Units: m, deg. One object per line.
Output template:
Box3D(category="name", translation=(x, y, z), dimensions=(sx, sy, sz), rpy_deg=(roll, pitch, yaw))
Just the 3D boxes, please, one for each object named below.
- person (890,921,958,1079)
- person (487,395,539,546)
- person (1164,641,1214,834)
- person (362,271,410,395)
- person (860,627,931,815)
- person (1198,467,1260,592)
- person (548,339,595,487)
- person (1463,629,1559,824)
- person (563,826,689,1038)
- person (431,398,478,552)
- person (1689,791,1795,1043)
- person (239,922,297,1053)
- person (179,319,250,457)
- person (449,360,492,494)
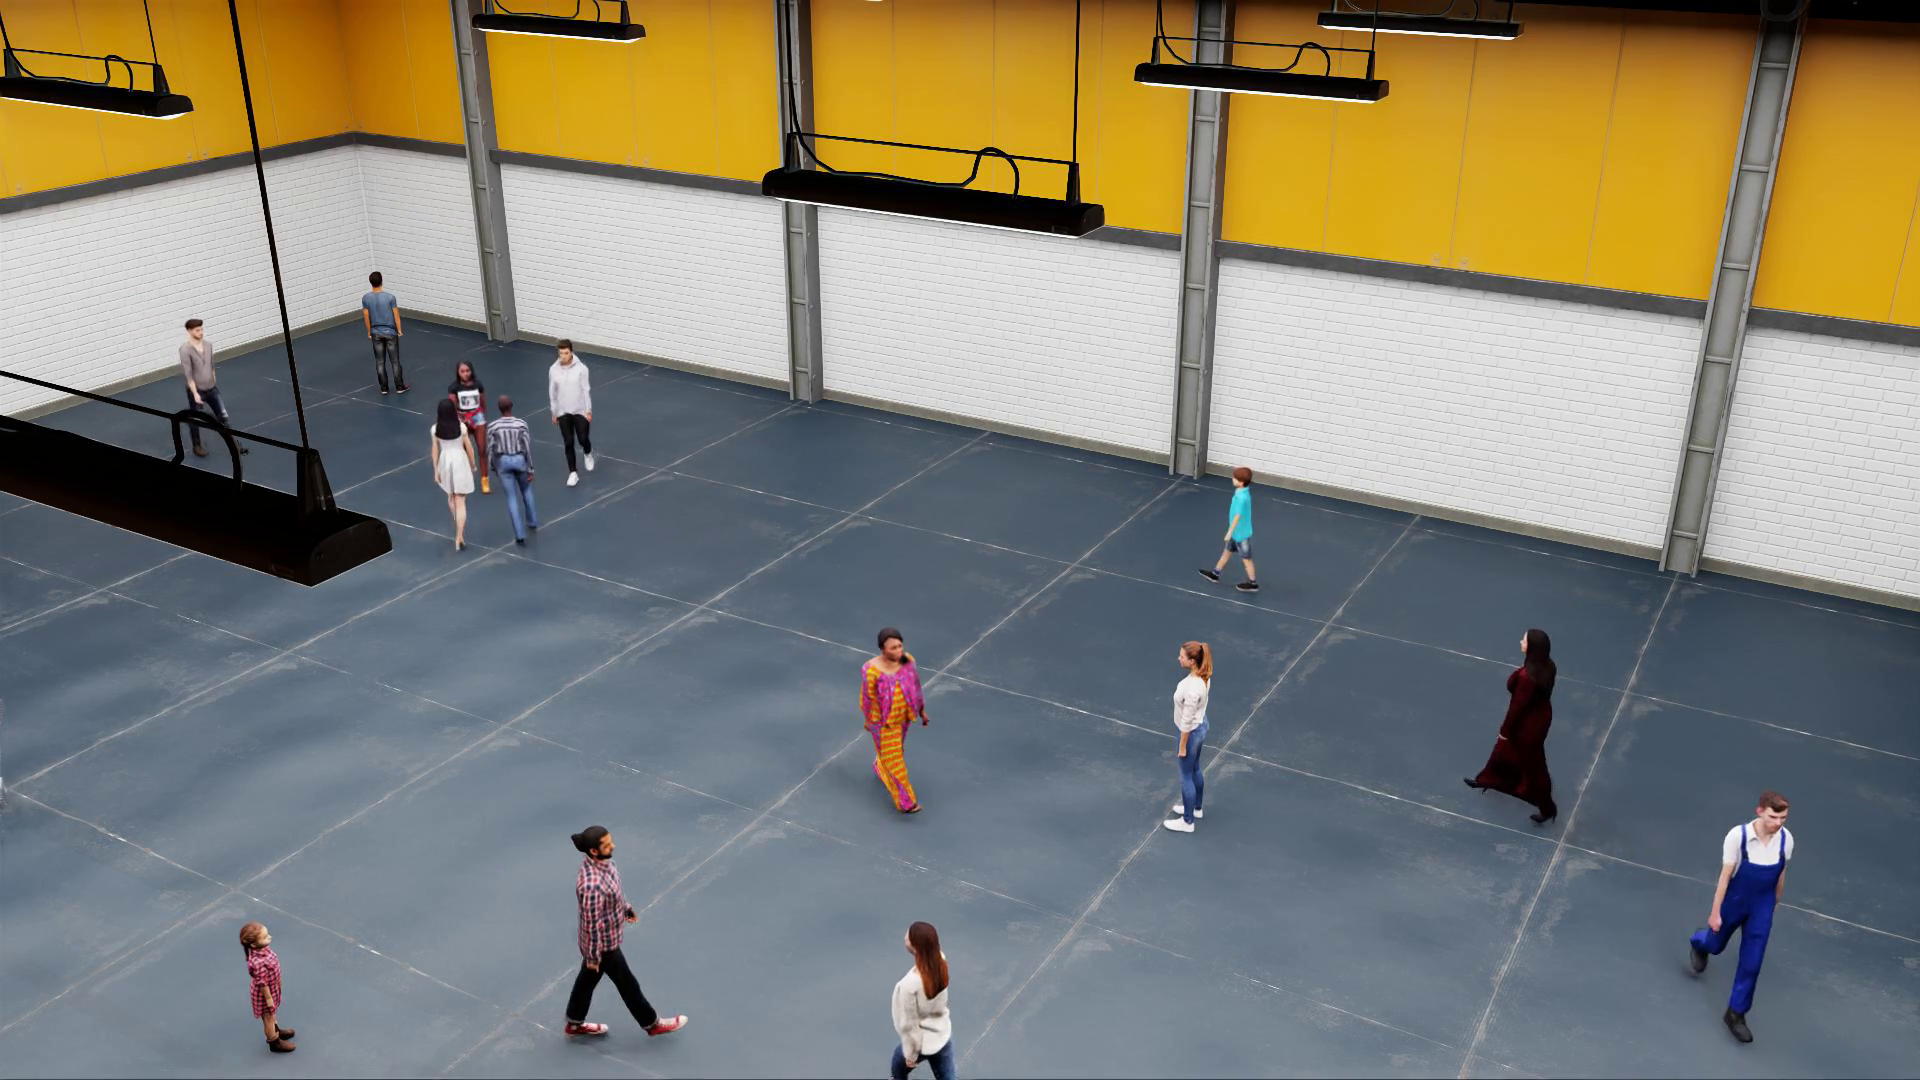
Box3D(category="person", translation=(-0.141, 3.144, 10.354), dimensions=(1.125, 1.641, 0.748), rpy_deg=(17, 29, 34))
Box3D(category="person", translation=(-5.142, -0.766, 19.146), dimensions=(0.921, 1.762, 1.008), rpy_deg=(-8, 25, -17))
Box3D(category="person", translation=(1.927, 1.606, 13.765), dimensions=(0.568, 1.726, 0.634), rpy_deg=(9, 25, 19))
Box3D(category="person", translation=(-8.399, -3.025, 24.253), dimensions=(0.689, 1.810, 0.787), rpy_deg=(-3, 24, -6))
Box3D(category="person", translation=(-0.605, 1.447, 14.197), dimensions=(0.982, 1.670, 1.250), rpy_deg=(-16, 28, -32))
Box3D(category="person", translation=(3.117, -0.090, 18.045), dimensions=(0.924, 1.405, 0.708), rpy_deg=(5, 24, 11))
Box3D(category="person", translation=(-4.880, -1.659, 21.007), dimensions=(0.959, 1.908, 0.978), rpy_deg=(0, 24, 0))
Box3D(category="person", translation=(4.827, 1.585, 13.835), dimensions=(1.039, 1.707, 0.665), rpy_deg=(14, 27, 29))
Box3D(category="person", translation=(-2.493, 2.696, 11.277), dimensions=(1.201, 1.721, 1.118), rpy_deg=(-5, 24, -11))
Box3D(category="person", translation=(-5.809, -0.729, 19.079), dimensions=(0.956, 1.748, 0.964), rpy_deg=(-2, 24, -4))
Box3D(category="person", translation=(5.428, 2.502, 11.588), dimensions=(1.192, 1.828, 1.050), rpy_deg=(1, 24, 2))
Box3D(category="person", translation=(-4.747, 3.040, 11.363), dimensions=(0.562, 1.022, 0.497), rpy_deg=(-8, 25, -18))
Box3D(category="person", translation=(-9.987, -1.959, 21.751), dimensions=(1.137, 1.860, 0.688), rpy_deg=(14, 27, 28))
Box3D(category="person", translation=(-6.125, -1.447, 20.774), dimensions=(0.932, 1.705, 1.063), rpy_deg=(-12, 26, -26))
